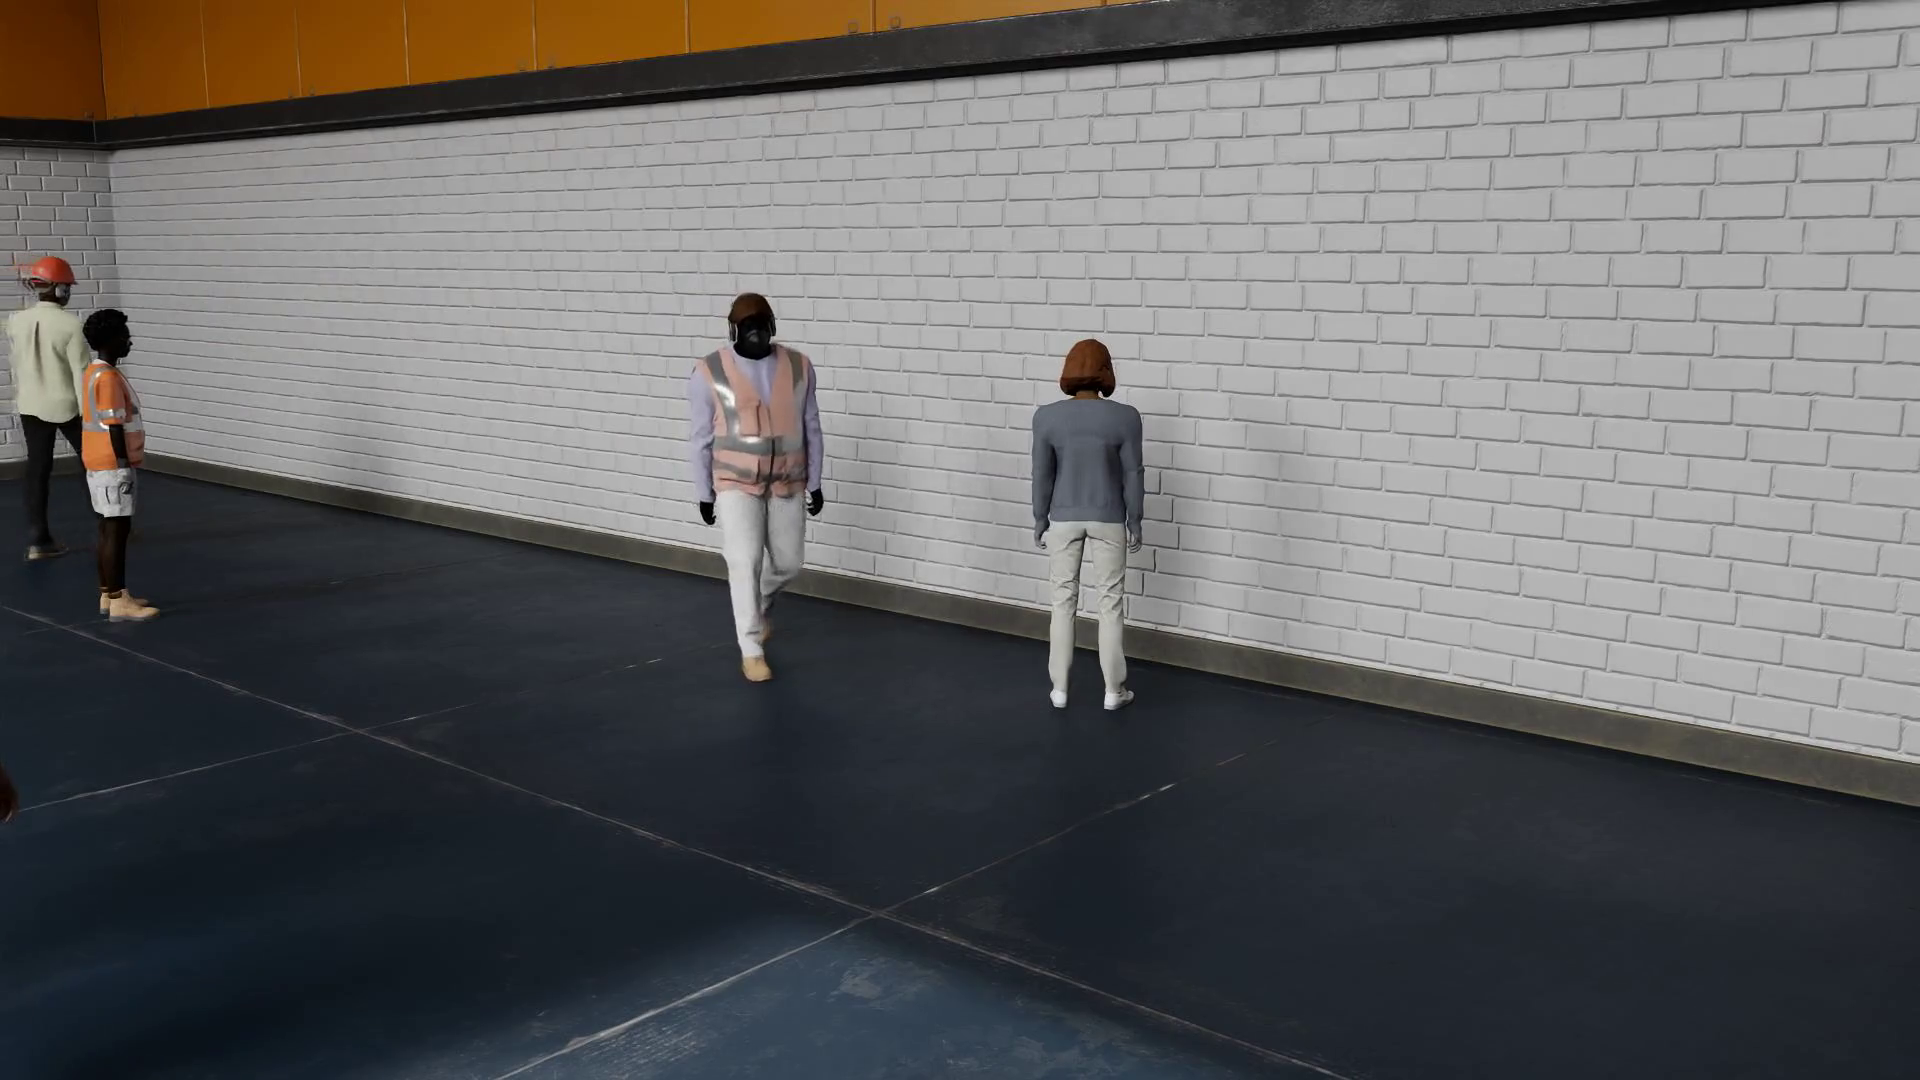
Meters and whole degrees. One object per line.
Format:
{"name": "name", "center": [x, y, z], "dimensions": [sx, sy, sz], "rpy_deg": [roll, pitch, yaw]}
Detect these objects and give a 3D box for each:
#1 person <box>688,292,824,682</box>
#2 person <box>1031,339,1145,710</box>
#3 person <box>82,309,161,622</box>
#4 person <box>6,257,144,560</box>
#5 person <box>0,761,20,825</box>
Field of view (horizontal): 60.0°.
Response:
{"name": "person", "center": [-0.988, -0.276, 7.981], "dimensions": [0.634, 1.820, 0.679], "rpy_deg": [-5, 11, -24]}
{"name": "person", "center": [0.560, -0.065, 7.307], "dimensions": [0.499, 1.633, 0.281], "rpy_deg": [2, 10, 13]}
{"name": "person", "center": [-4.608, -0.407, 9.079], "dimensions": [0.317, 1.695, 0.540], "rpy_deg": [-7, 12, -34]}
{"name": "person", "center": [-5.937, -0.887, 11.085], "dimensions": [0.616, 1.955, 0.954], "rpy_deg": [1, 10, 7]}
{"name": "person", "center": [-2.193, 0.535, 3.515], "dimensions": [0.314, 1.769, 0.523], "rpy_deg": [0, 10, 2]}
